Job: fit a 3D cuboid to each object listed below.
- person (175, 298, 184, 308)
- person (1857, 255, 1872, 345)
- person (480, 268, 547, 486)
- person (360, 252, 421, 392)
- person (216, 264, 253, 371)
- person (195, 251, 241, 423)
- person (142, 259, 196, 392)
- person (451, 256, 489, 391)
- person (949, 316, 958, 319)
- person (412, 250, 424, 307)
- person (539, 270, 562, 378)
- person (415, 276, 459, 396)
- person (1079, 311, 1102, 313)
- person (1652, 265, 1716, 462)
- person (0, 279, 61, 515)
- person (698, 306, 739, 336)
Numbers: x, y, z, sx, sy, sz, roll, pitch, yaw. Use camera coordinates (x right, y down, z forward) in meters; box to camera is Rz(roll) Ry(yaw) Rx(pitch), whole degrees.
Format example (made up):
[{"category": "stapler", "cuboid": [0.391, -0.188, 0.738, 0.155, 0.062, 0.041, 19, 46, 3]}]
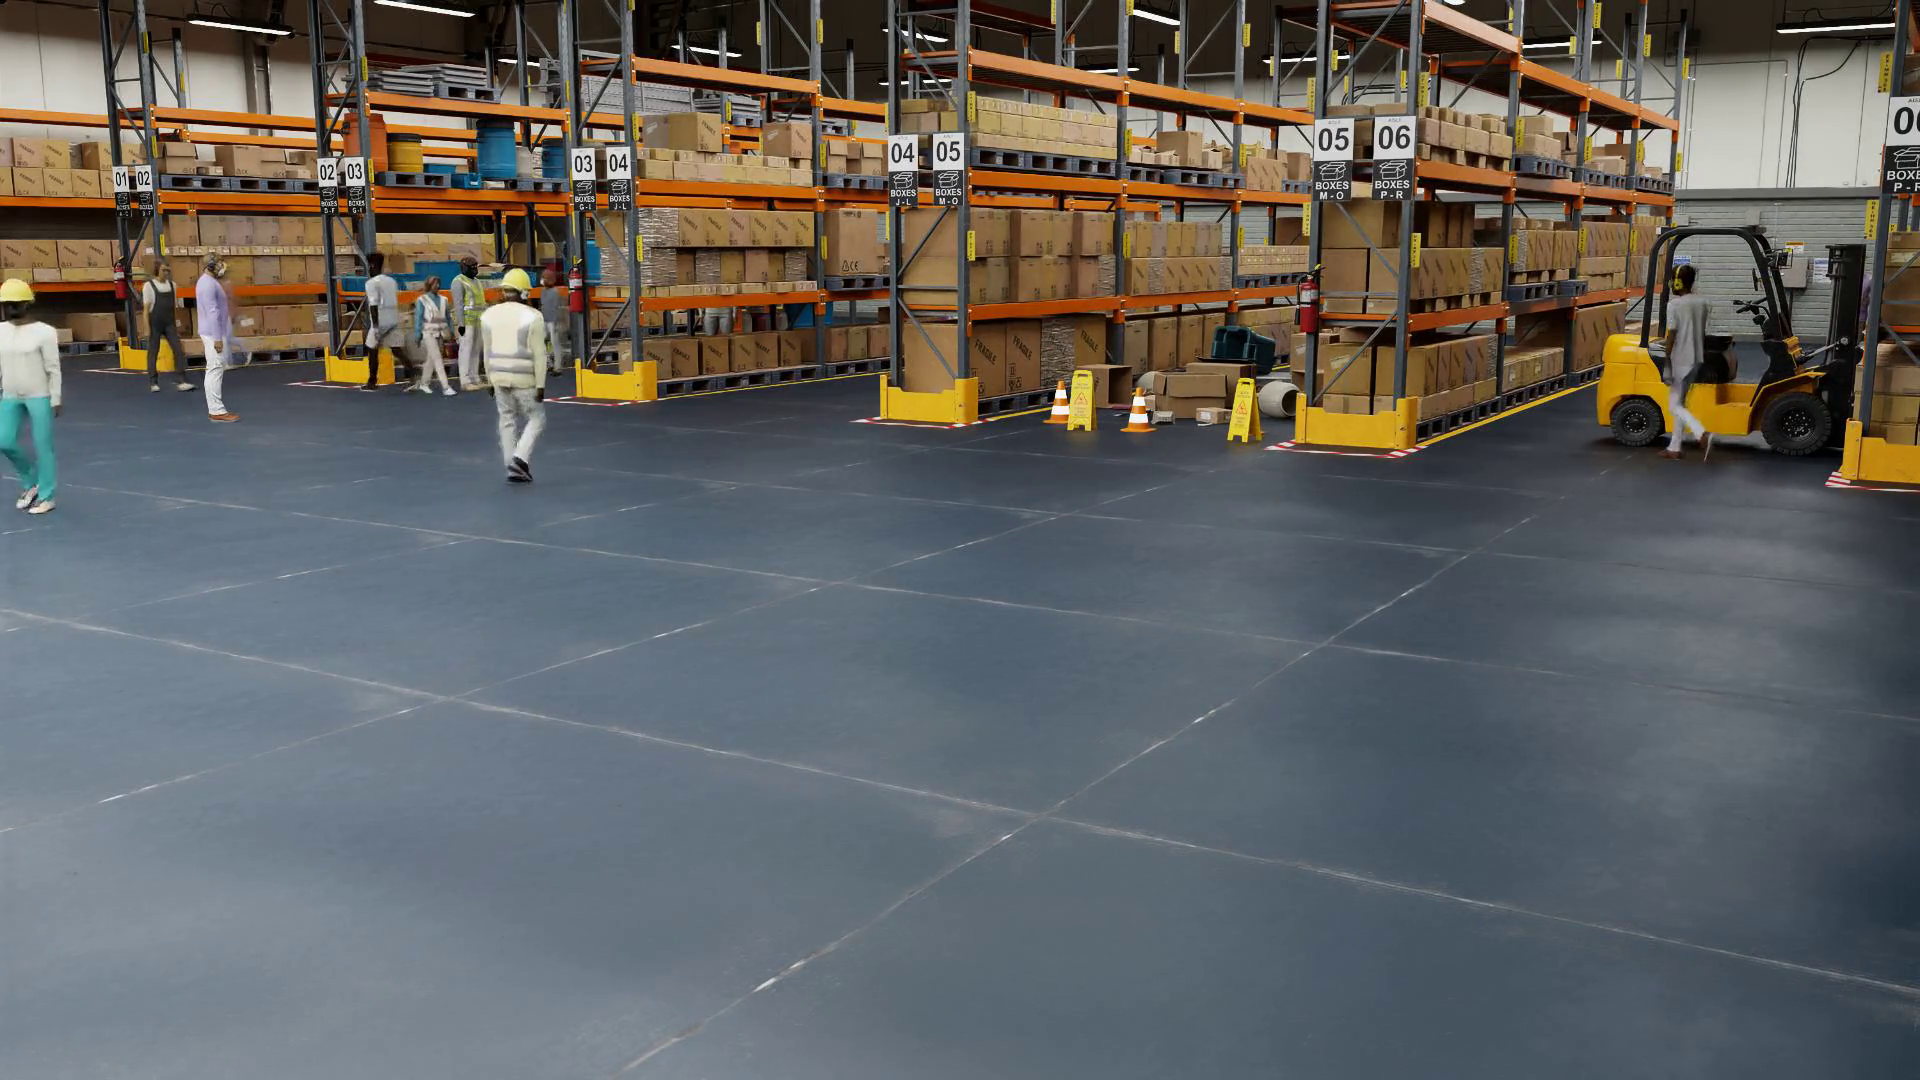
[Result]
[{"category": "person", "cuboid": [-14.582, -4.260, 30.717, 0.494, 1.624, 0.279, 0, 10, -1]}, {"category": "person", "cuboid": [12.800, -3.180, 23.849, 0.585, 1.921, 0.392, 6, 12, 30]}, {"category": "person", "cuboid": [-3.690, -1.337, 13.812, 0.607, 1.819, 0.457, 3, 10, 15]}, {"category": "person", "cuboid": [-7.764, -2.957, 22.636, 0.916, 1.924, 0.606, 4, 11, 23]}, {"category": "person", "cuboid": [-11.641, -3.563, 26.464, 0.535, 1.742, 0.489, 8, 13, 38]}, {"category": "person", "cuboid": [-8.433, -2.297, 18.846, 0.372, 1.938, 0.630, -5, 11, -26]}, {"category": "person", "cuboid": [-10.803, -2.895, 22.602, 0.748, 1.803, 0.548, 6, 12, 29]}, {"category": "person", "cuboid": [-6.757, -2.991, 23.001, 0.429, 1.841, 0.634, 2, 10, 12]}, {"category": "person", "cuboid": [0.090, -3.018, 22.623, 0.606, 2.035, 0.403, 6, 12, 31]}, {"category": "person", "cuboid": [-10.566, -4.744, 32.699, 0.584, 1.882, 0.337, 6, 12, 31]}, {"category": "person", "cuboid": [-6.221, -3.253, 25.058, 0.425, 1.618, 0.522, -10, 14, -44]}, {"category": "person", "cuboid": [-7.033, -2.735, 22.253, 0.851, 1.596, 0.530, 6, 12, 31]}, {"category": "person", "cuboid": [2.064, -3.817, 27.965, 0.516, 1.709, 0.801, 6, 12, 32]}, {"category": "person", "cuboid": [6.732, -1.611, 15.304, 0.572, 1.838, 0.726, -5, 11, -25]}, {"category": "person", "cuboid": [-6.975, -1.062, 12.412, 0.545, 1.754, 0.365, 0, 10, 1]}, {"category": "person", "cuboid": [-3.665, -3.433, 25.249, 0.629, 1.932, 0.373, 0, 10, 0]}]
